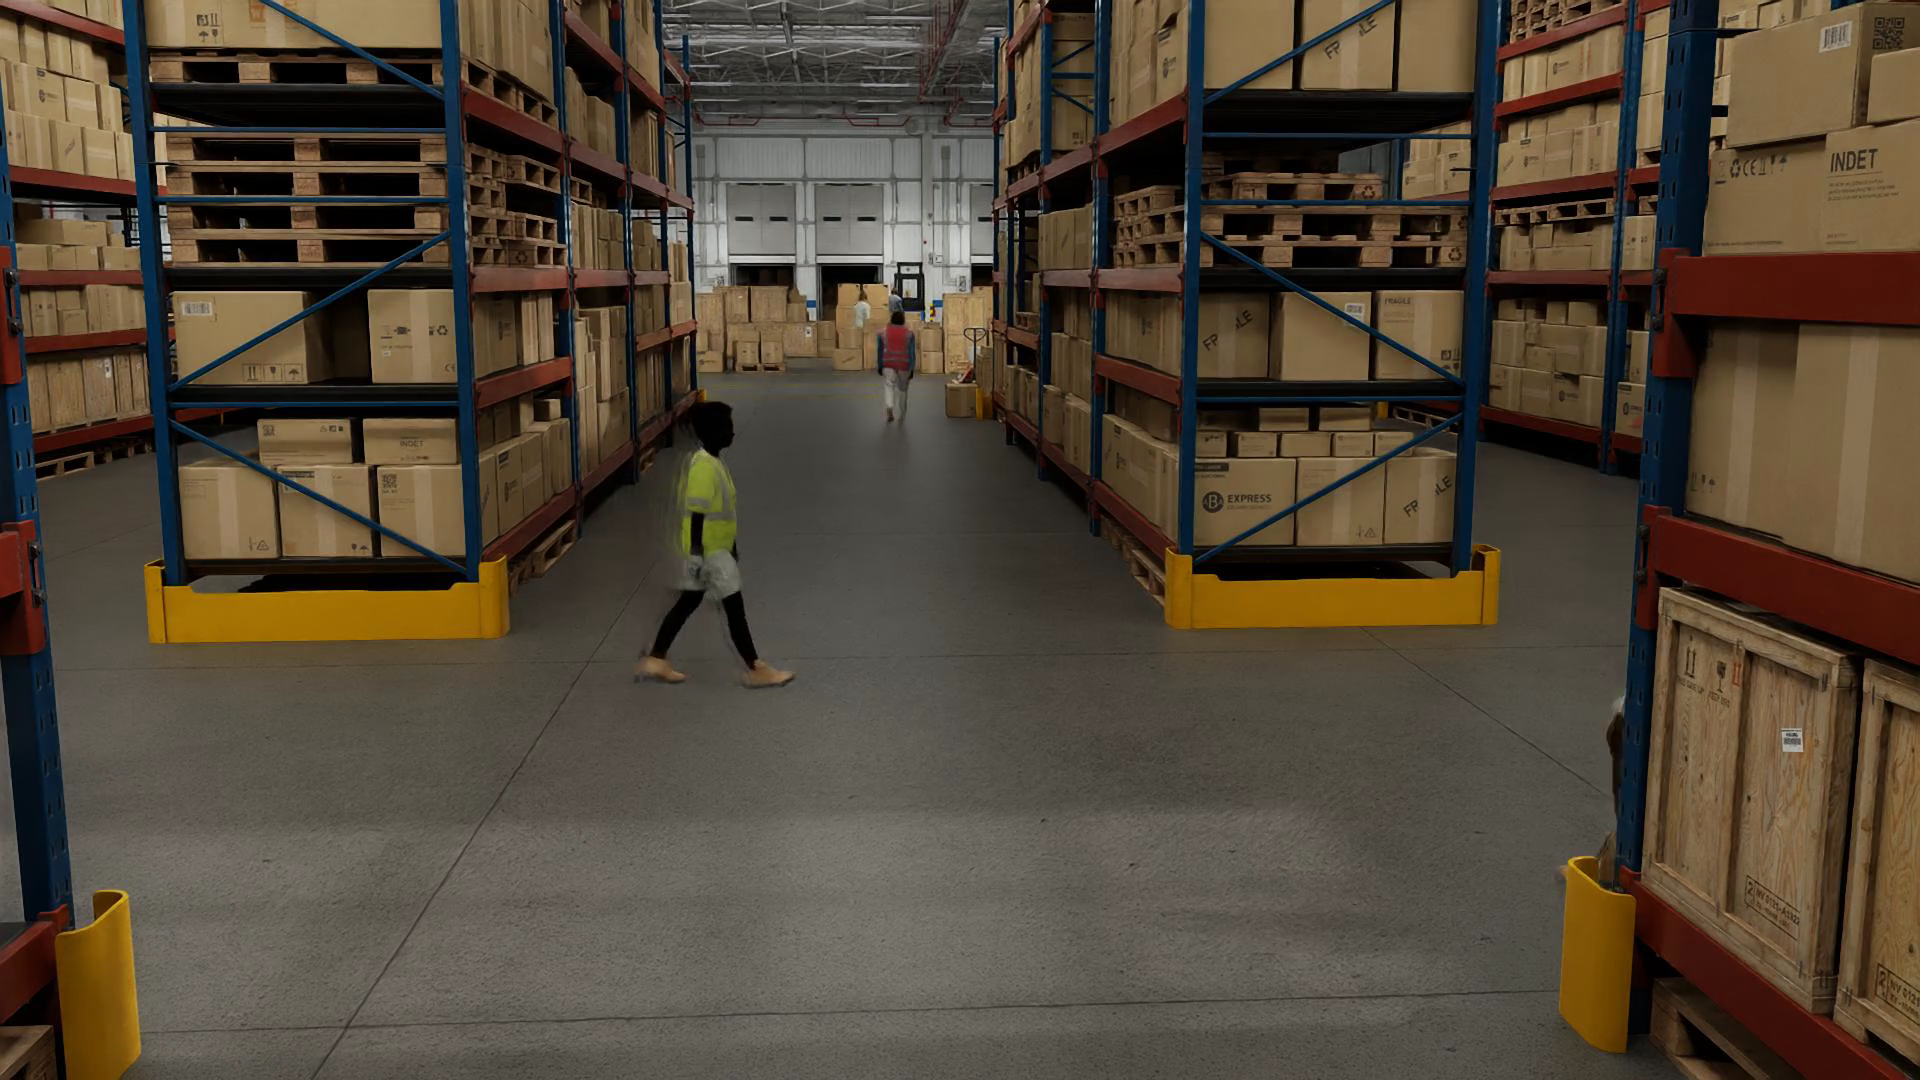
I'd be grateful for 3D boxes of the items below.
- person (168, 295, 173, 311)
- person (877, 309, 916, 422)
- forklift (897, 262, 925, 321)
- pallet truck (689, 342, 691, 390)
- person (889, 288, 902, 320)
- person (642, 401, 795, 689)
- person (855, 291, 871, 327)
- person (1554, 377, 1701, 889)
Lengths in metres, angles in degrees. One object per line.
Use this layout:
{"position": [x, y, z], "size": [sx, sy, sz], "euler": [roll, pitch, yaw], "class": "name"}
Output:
{"position": [-31.339, -9.038, 65.796], "size": [0.599, 1.868, 0.830], "euler": [-3, 10, -19], "class": "person"}
{"position": [-1.021, -2.785, 26.658], "size": [0.627, 1.820, 0.820], "euler": [0, 9, 1], "class": "person"}
{"position": [-1.795, -8.581, 59.711], "size": [1.129, 2.768, 1.873], "euler": [-1, 9, -4], "class": "forklift"}
{"position": [-5.225, -3.008, 27.480], "size": [1.885, 1.965, 0.823], "euler": [2, 9, 14], "class": "pallet truck"}
{"position": [-2.313, -7.828, 57.973], "size": [0.636, 1.931, 0.377], "euler": [3, 10, 20], "class": "person"}
{"position": [-1.428, 0.034, 9.467], "size": [0.887, 1.650, 0.551], "euler": [-1, 9, -3], "class": "person"}
{"position": [-2.662, -5.859, 45.633], "size": [0.556, 1.930, 0.646], "euler": [-6, 11, -35], "class": "person"}
{"position": [2.558, 0.400, 6.048], "size": [0.815, 2.013, 0.634], "euler": [1, 9, 7], "class": "person"}
